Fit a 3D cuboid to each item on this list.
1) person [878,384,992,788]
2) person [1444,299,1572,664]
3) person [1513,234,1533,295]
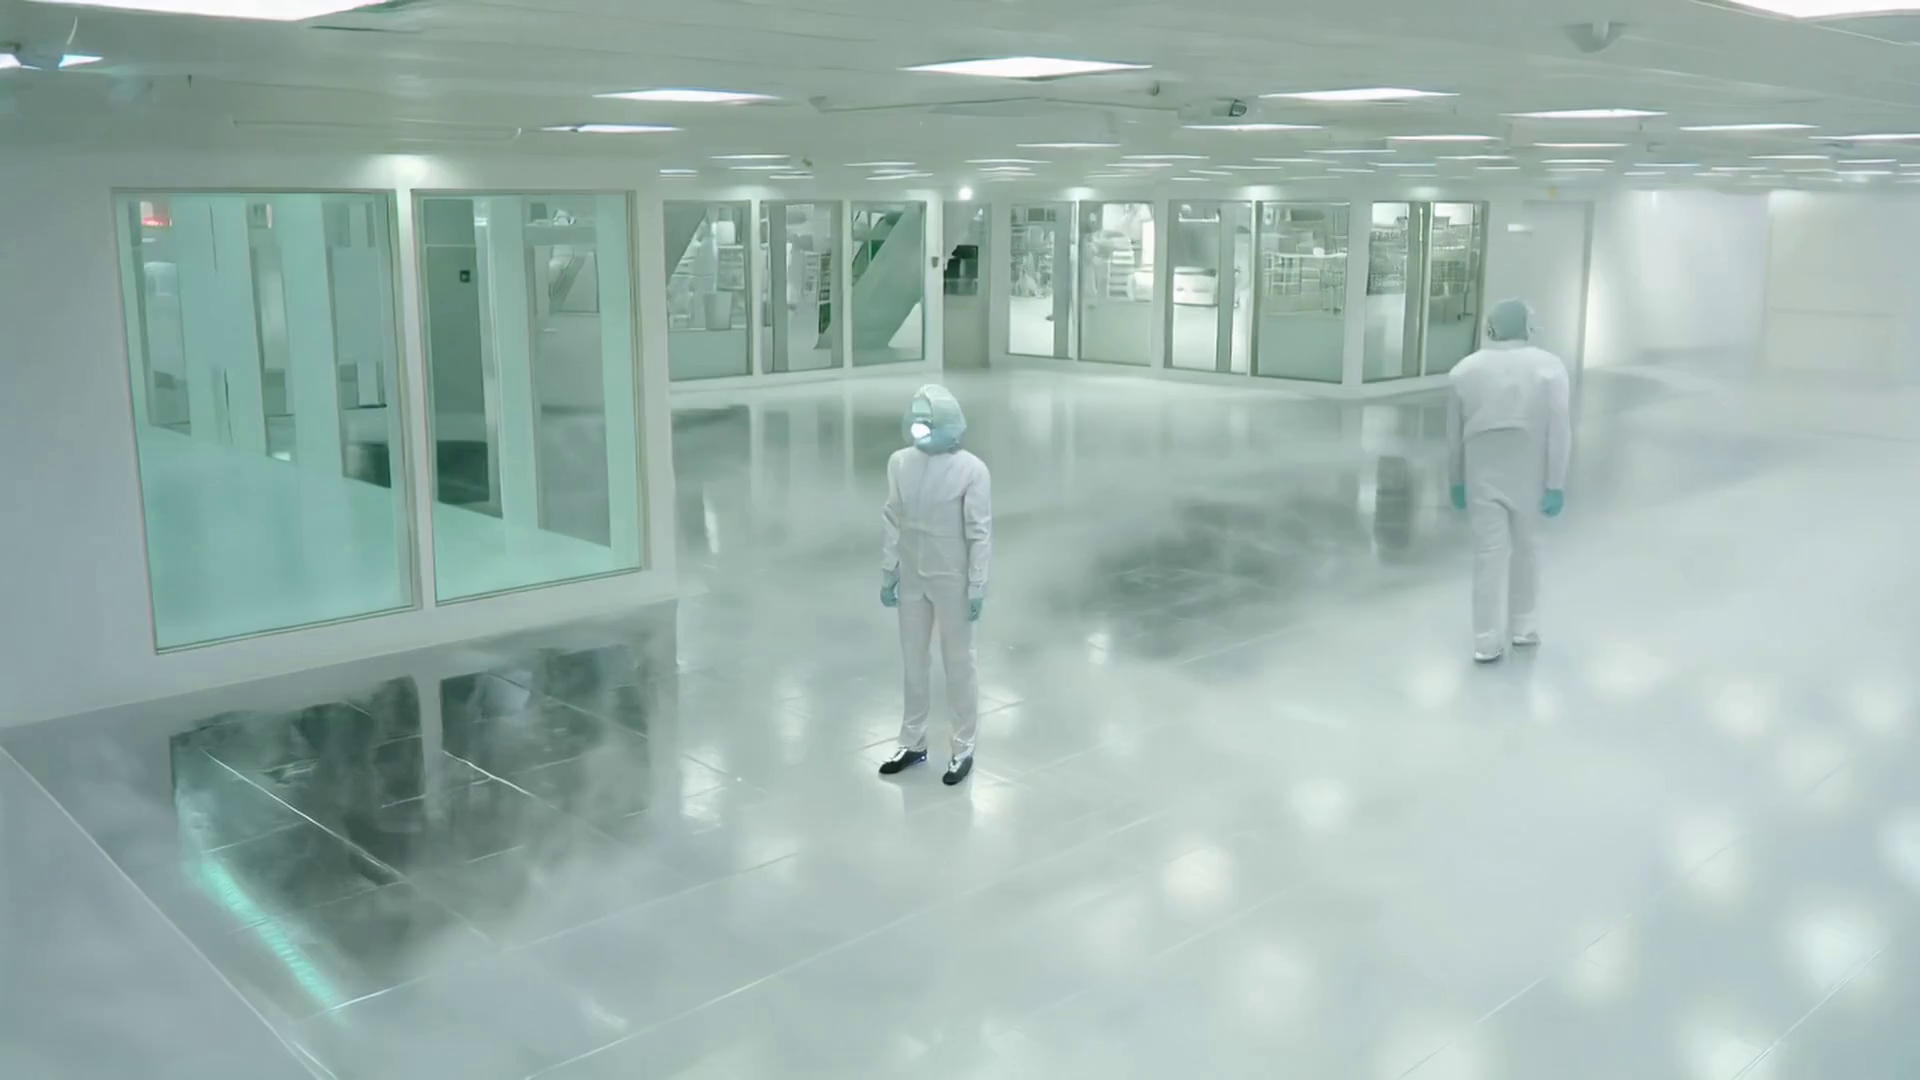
[{"bbox_3d":[-0.109,0.182,6.743,0.500,1.633,0.283,7,13,30],"label":"person"},{"bbox_3d":[2.842,-0.312,8.681,0.663,1.846,0.821,6,13,29],"label":"person"},{"bbox_3d":[13.179,-6.235,38.682,0.552,1.719,0.888,-6,13,-28],"label":"person"}]
